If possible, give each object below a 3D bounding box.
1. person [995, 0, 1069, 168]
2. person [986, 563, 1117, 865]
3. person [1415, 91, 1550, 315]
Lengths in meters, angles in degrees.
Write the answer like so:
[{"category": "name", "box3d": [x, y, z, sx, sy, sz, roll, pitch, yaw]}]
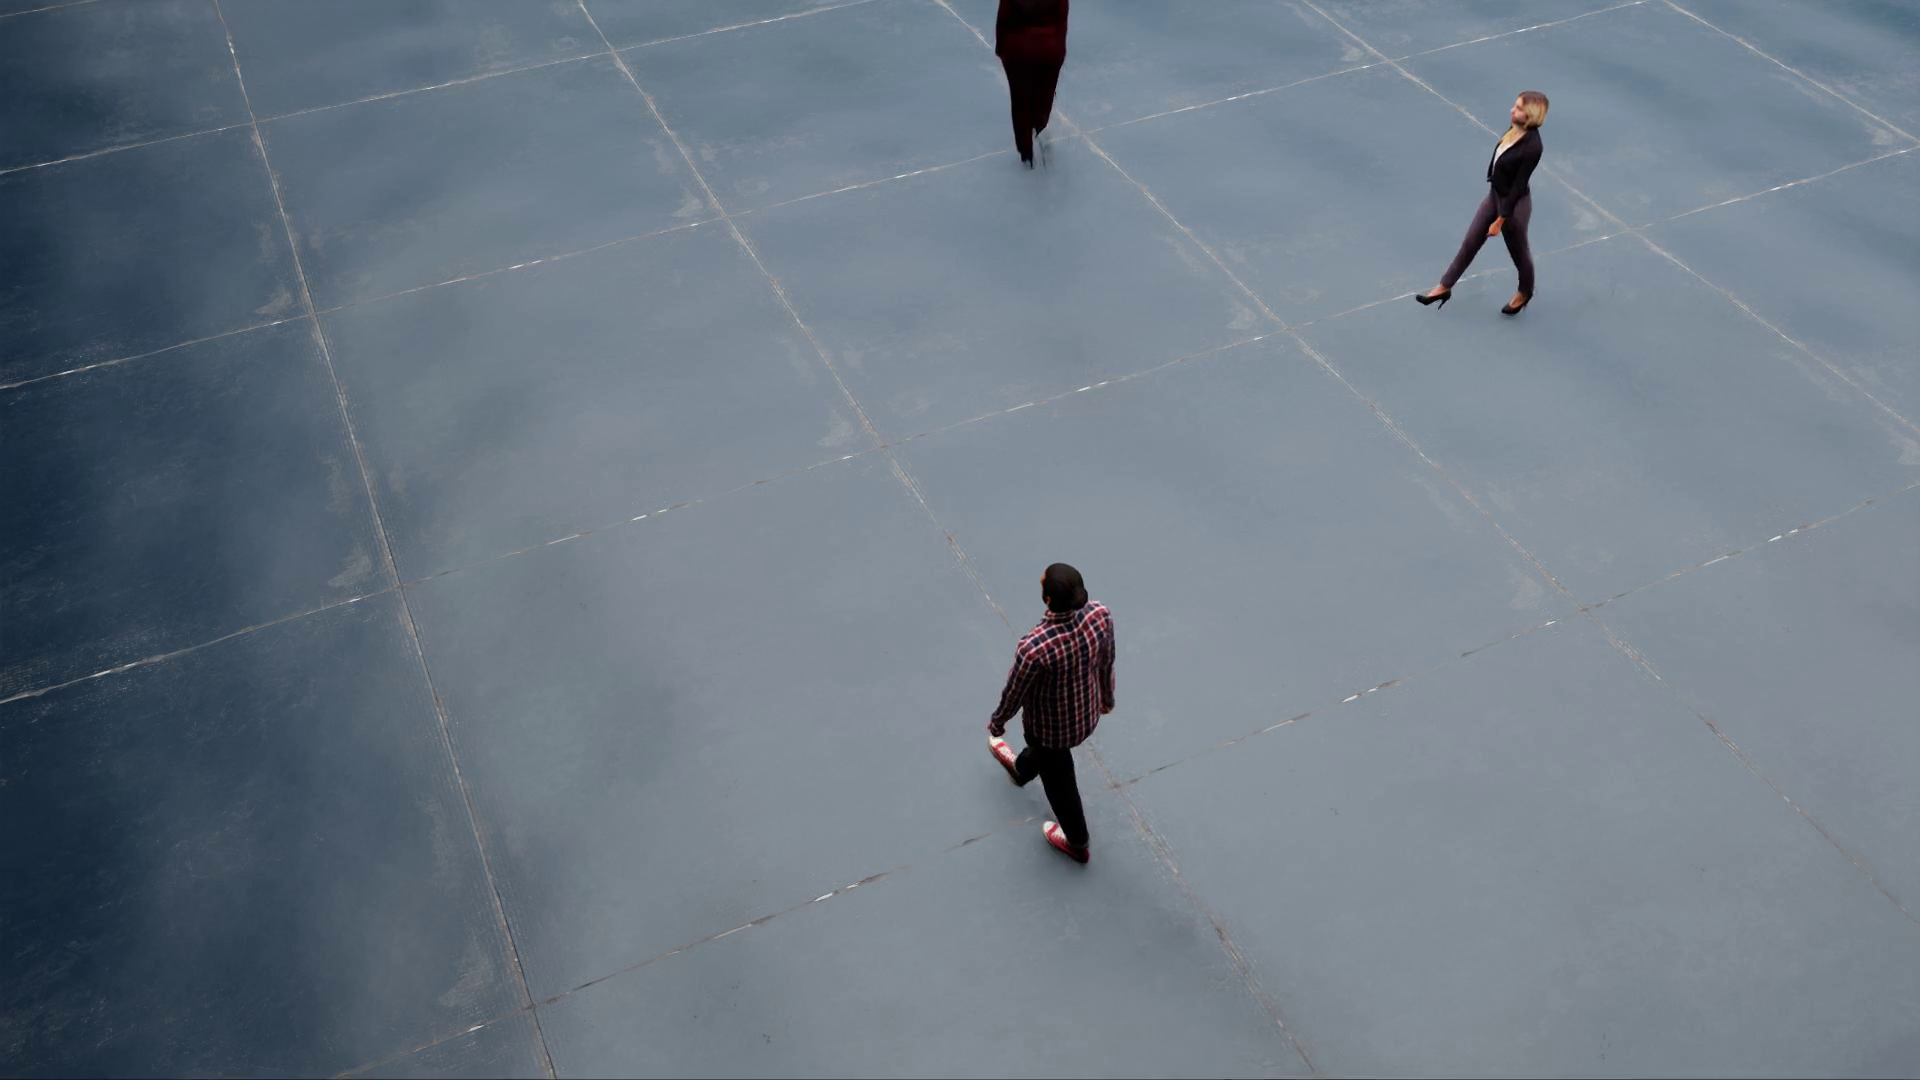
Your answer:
[{"category": "person", "box3d": [0.554, -3.600, 12.434, 0.847, 1.729, 0.998, -4, 42, -4]}, {"category": "person", "box3d": [0.498, 0.832, 7.554, 0.923, 1.729, 1.150, -31, 51, -30]}, {"category": "person", "box3d": [3.679, -2.144, 10.905, 0.896, 1.630, 1.048, -4, 42, -4]}]
